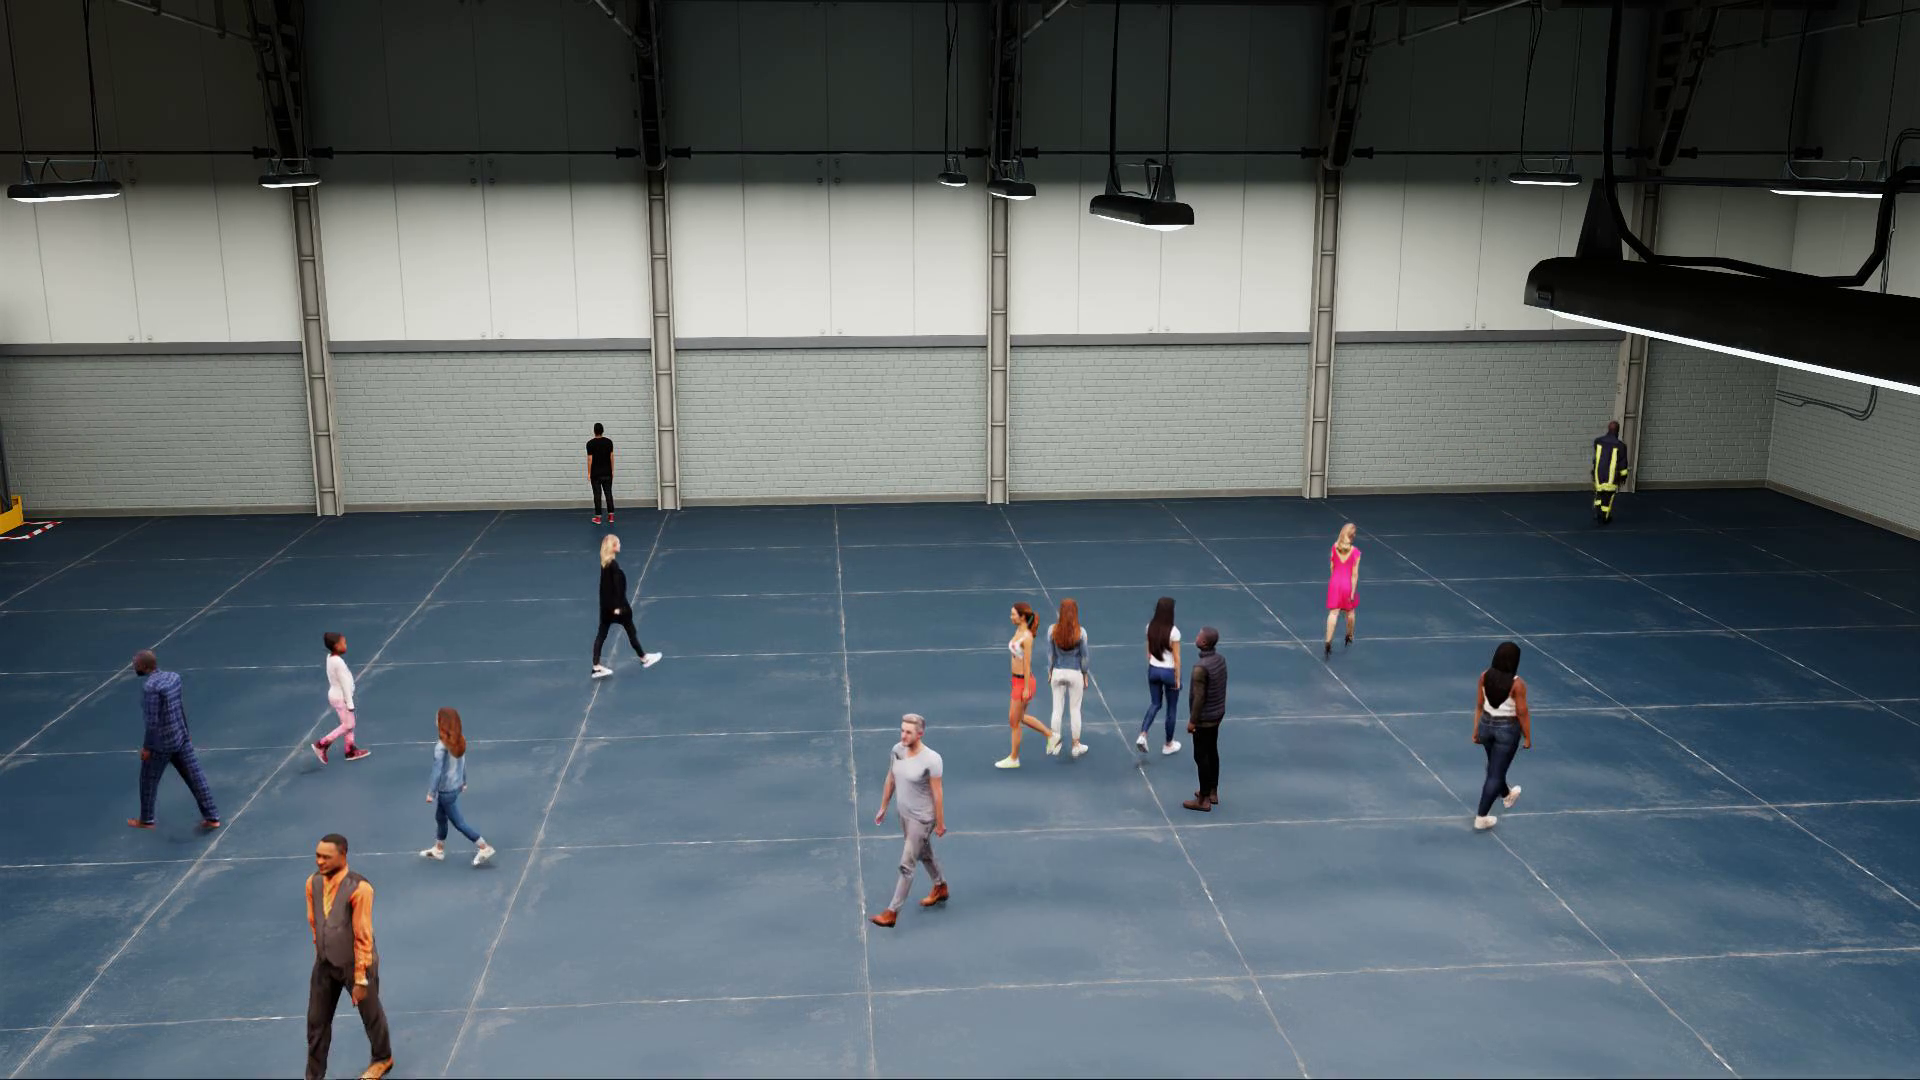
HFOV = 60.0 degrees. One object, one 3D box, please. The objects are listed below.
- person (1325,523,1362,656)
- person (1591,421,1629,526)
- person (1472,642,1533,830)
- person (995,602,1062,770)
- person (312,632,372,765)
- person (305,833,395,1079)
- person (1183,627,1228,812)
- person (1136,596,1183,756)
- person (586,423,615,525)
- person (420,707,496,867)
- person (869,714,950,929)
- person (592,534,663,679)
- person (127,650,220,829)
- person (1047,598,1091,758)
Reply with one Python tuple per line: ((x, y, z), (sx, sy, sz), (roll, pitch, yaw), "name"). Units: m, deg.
((4.827, 0.662, 21.188), (1.087, 1.671, 1.038), (8, 15, 30), "person")
((11.156, -1.155, 28.719), (0.946, 1.814, 0.999), (13, 18, 43), "person")
((5.045, 1.876, 15.731), (1.220, 1.768, 1.028), (-10, 16, -36), "person")
((0.726, 1.517, 17.274), (0.974, 1.772, 0.651), (-3, 13, -12), "person")
((-6.532, 1.663, 17.395), (0.914, 1.433, 0.766), (-8, 15, -31), "person")
((-4.097, 2.848, 11.297), (1.171, 1.875, 1.081), (5, 14, 20), "person")
((2.404, 1.726, 16.229), (0.802, 1.835, 0.776), (8, 15, 32), "person")
((2.106, 1.464, 17.530), (0.921, 1.759, 1.005), (11, 17, 39), "person")
((-6.238, -1.171, 28.913), (0.656, 1.758, 0.774), (-7, 15, -29), "person")
((-4.503, 2.230, 14.892), (1.017, 1.458, 0.709), (2, 13, 7), "person")
((-0.300, 2.302, 13.887), (1.299, 1.770, 1.140), (-11, 17, -39), "person")
((-4.311, 0.844, 20.215), (1.210, 1.757, 1.010), (-10, 16, -36), "person")
((-7.337, 1.921, 15.541), (1.173, 1.766, 0.860), (3, 13, 13), "person")
((1.138, 1.458, 17.690), (0.590, 1.700, 0.744), (4, 14, 18), "person")
